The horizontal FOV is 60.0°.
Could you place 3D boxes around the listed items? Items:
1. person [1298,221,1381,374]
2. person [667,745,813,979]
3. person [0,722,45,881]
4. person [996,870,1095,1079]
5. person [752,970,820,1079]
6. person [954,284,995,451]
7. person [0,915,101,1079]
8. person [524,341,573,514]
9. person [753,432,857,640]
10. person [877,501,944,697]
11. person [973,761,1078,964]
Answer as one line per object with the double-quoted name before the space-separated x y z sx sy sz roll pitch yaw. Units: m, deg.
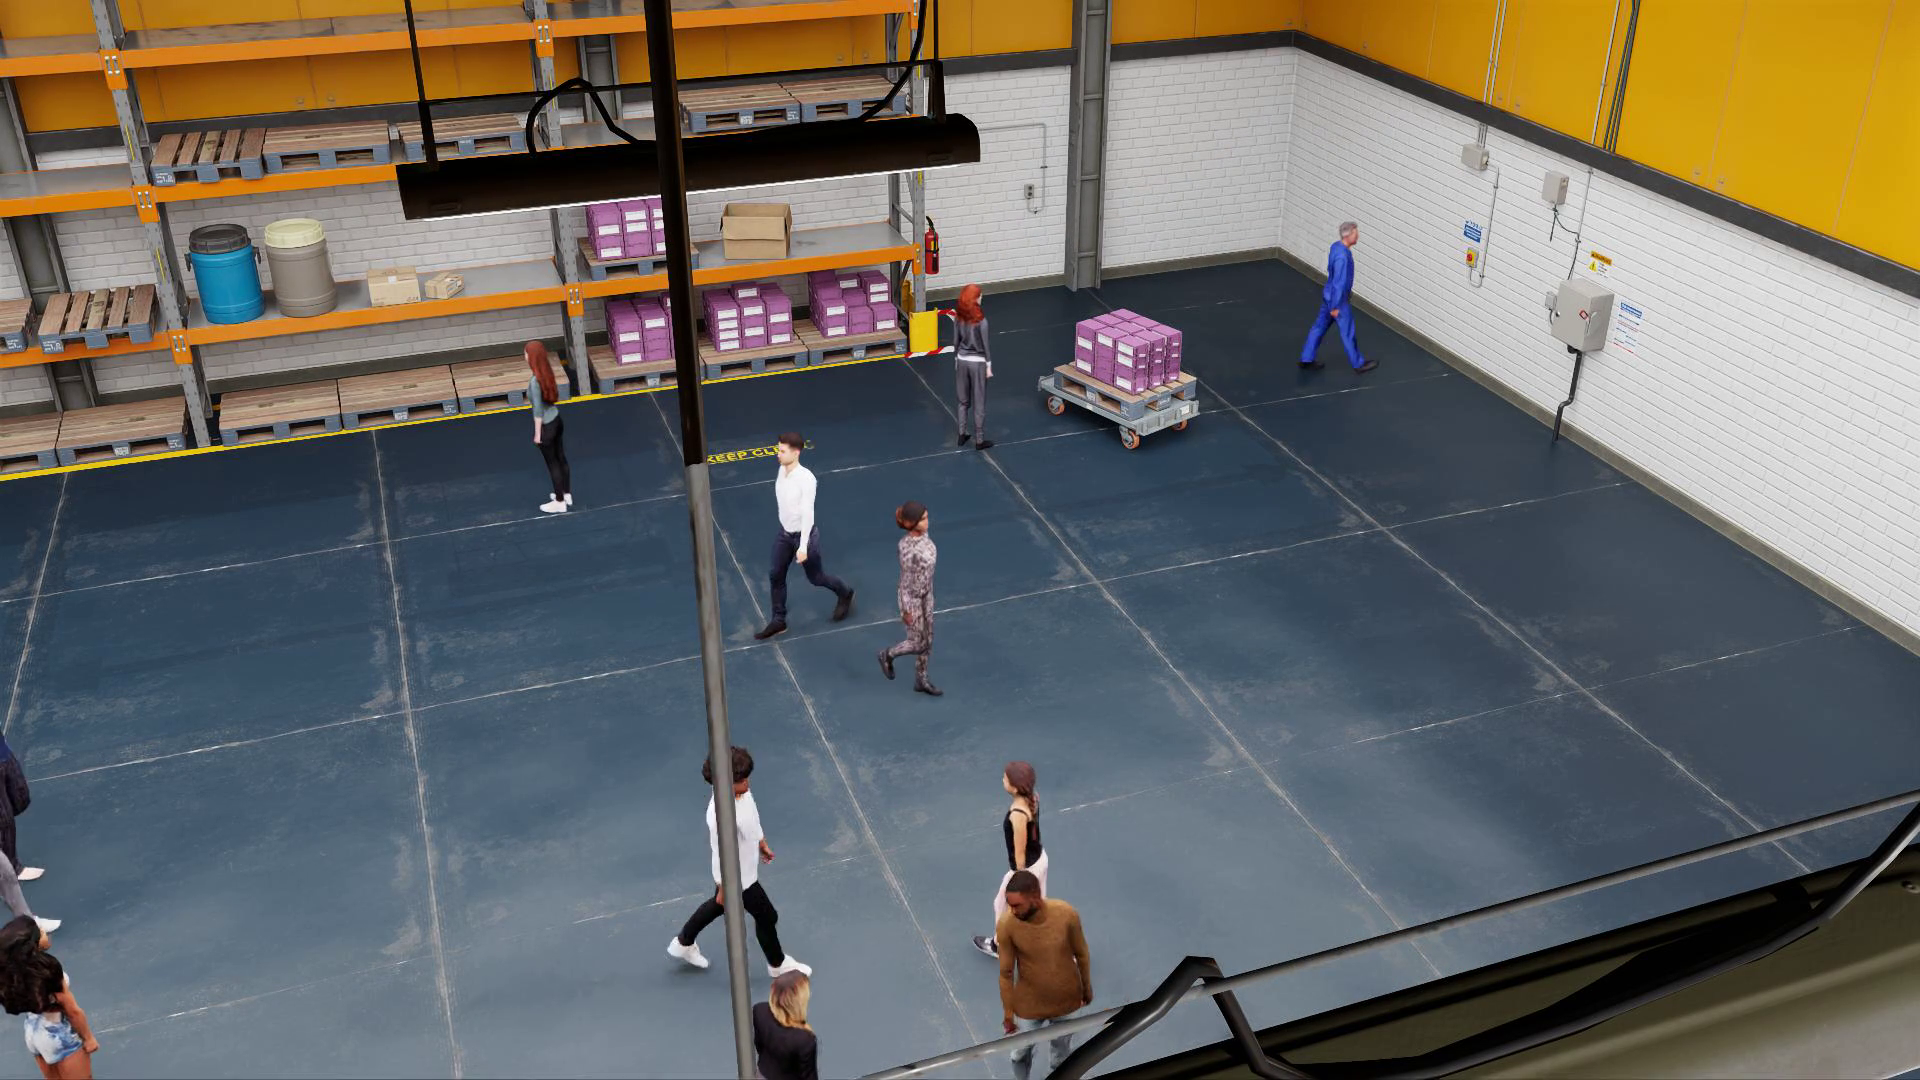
"person" 4.185 -2.733 18.900 1.262 1.789 1.058 2 29 4
"person" -1.469 2.001 10.237 1.240 1.774 0.928 0 29 1
"person" -6.583 1.499 11.081 0.941 1.847 0.821 0 29 -1
"person" 0.530 2.510 9.288 0.536 1.789 0.896 -12 31 -20
"person" -0.929 2.919 8.673 0.751 1.660 0.776 22 35 34
"person" 0.123 -1.790 17.179 0.654 1.782 0.679 19 34 30
"person" -4.937 2.714 9.083 0.661 1.626 0.723 12 31 20
"person" -3.946 -1.085 15.928 0.696 1.743 0.672 7 29 12
"person" -1.268 -0.059 13.932 1.289 1.852 0.940 -24 37 -37
"person" -0.415 0.461 13.133 0.901 1.704 0.856 15 32 25
"person" 0.479 2.068 10.366 1.008 1.533 0.946 12 31 20
